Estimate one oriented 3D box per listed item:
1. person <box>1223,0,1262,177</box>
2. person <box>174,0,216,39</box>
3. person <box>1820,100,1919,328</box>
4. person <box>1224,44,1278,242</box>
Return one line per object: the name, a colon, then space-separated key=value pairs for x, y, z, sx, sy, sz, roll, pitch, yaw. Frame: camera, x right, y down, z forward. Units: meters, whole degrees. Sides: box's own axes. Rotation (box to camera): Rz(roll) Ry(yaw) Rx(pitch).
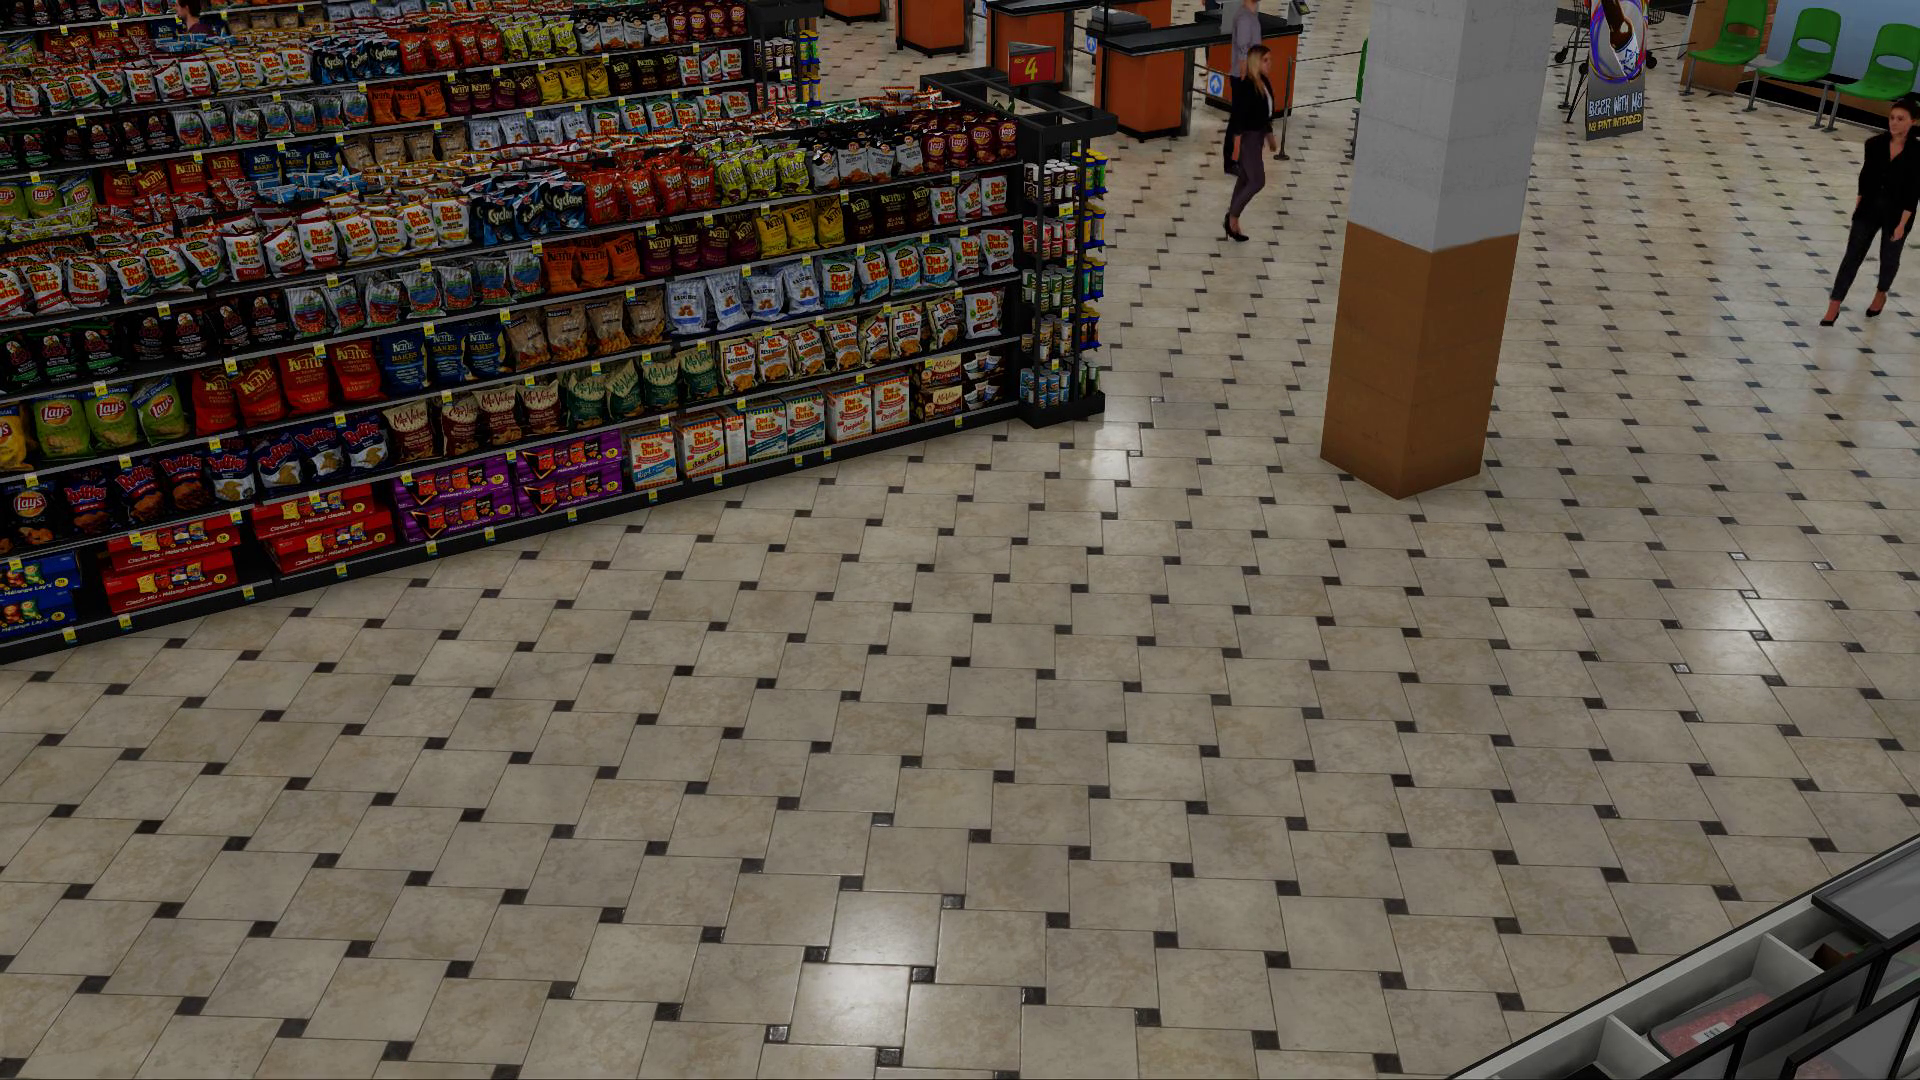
person: x=2.684 y=-4.414 z=15.764 sx=0.780 sy=1.843 sz=0.722 roll=7 pitch=29 yaw=13
person: x=-6.703 y=-4.015 z=15.042 sx=0.989 sy=1.835 sz=0.777 roll=-9 pitch=30 yaw=-16
person: x=6.835 y=-2.375 z=12.214 sx=1.163 sy=1.667 sz=0.813 roll=-24 pitch=37 yaw=-37
person: x=2.343 y=-3.316 z=13.948 sx=0.761 sy=1.656 sz=0.681 roll=14 pitch=31 yaw=23
